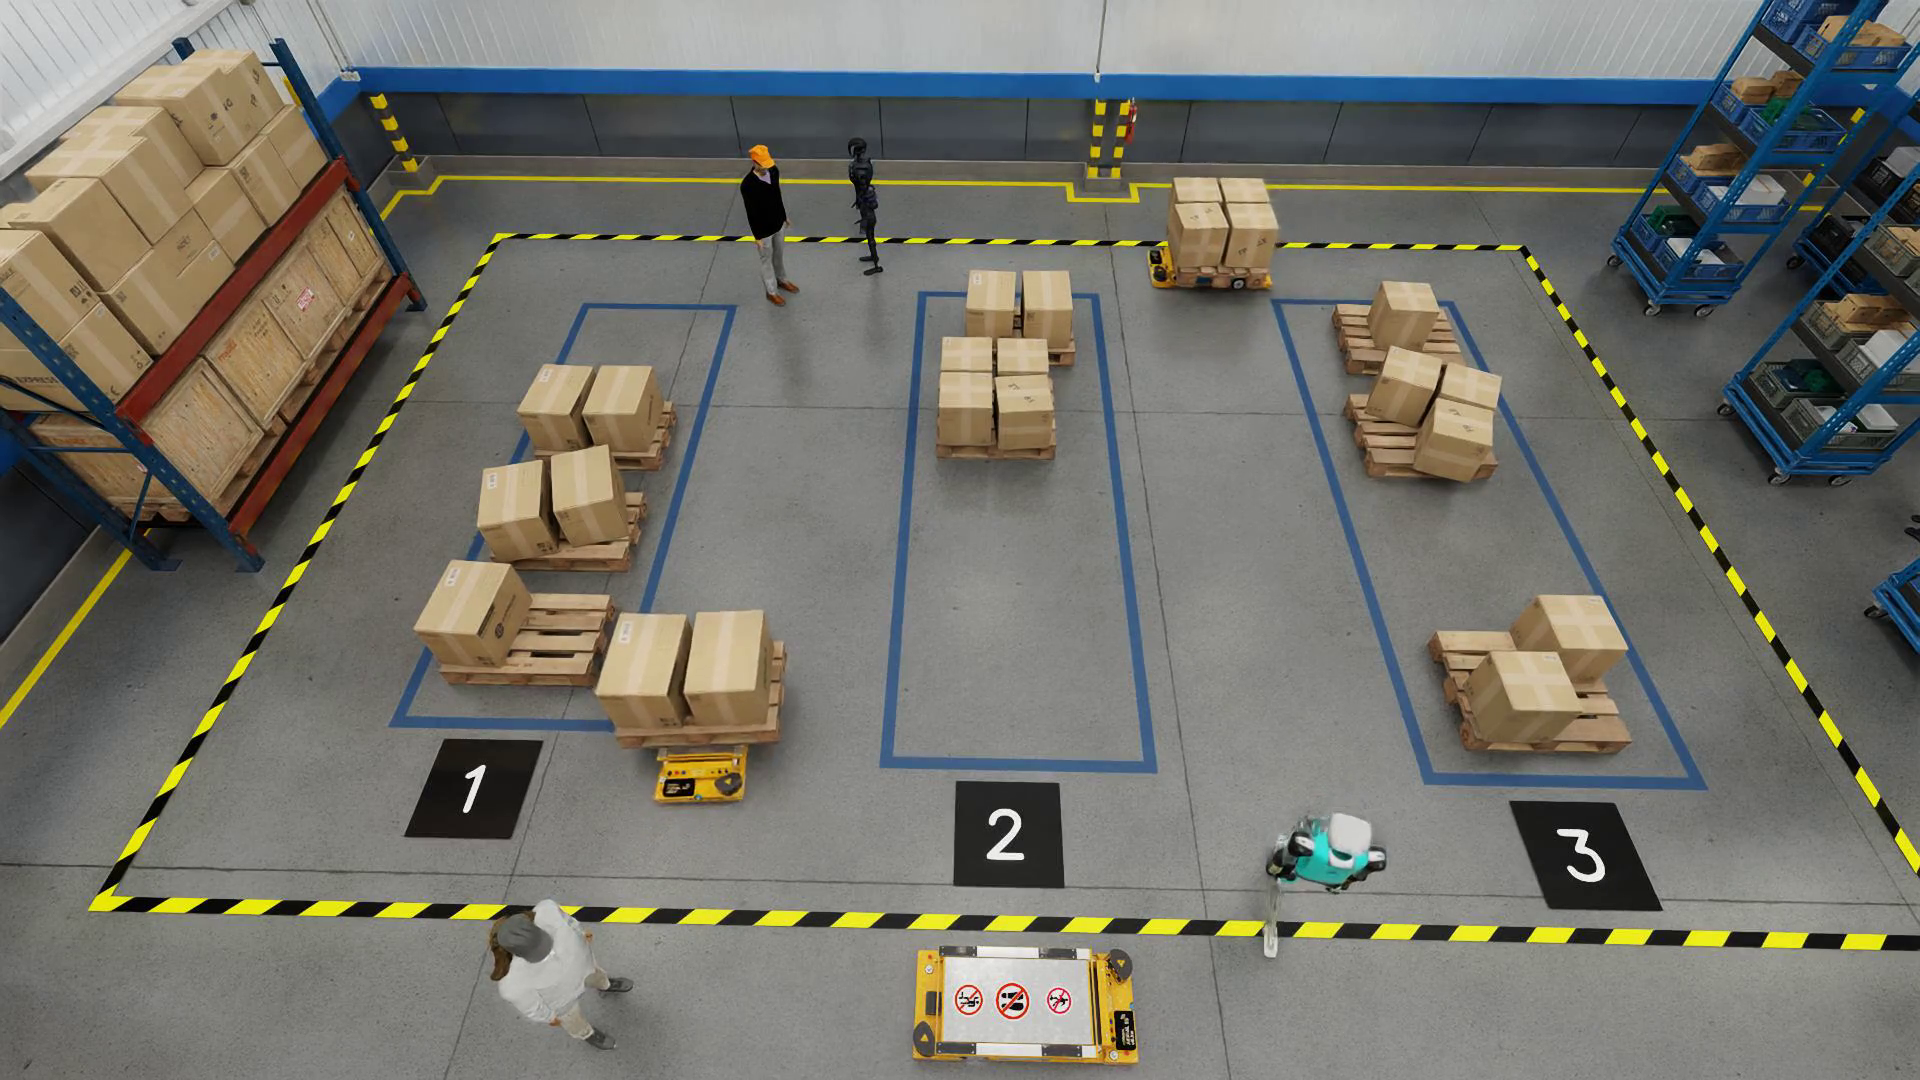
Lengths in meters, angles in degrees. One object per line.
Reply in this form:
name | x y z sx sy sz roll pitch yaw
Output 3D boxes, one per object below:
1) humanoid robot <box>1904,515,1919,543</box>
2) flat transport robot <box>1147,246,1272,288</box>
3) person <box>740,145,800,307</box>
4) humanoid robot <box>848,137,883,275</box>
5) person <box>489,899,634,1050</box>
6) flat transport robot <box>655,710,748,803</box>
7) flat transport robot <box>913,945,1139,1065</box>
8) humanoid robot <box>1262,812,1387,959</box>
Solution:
humanoid robot | 9.180 -0.607 8.062 0.599 1.657 0.315 -31 57 -23
flat transport robot | 3.048 -3.360 11.207 1.431 0.197 0.652 1 51 1
person | -2.140 -3.549 10.341 0.383 1.878 0.585 24 55 18
humanoid robot | -1.121 -3.909 10.754 0.315 1.657 0.599 -8 51 -7
person | -2.353 2.571 5.425 0.406 1.761 0.572 6 51 5
flat transport robot | -2.007 1.378 7.345 0.652 0.197 1.431 -2 51 -2
flat transport robot | 0.422 3.041 6.007 1.431 0.231 0.659 1 51 1
humanoid robot | 2.256 1.974 5.974 0.533 1.769 1.039 9 51 8
